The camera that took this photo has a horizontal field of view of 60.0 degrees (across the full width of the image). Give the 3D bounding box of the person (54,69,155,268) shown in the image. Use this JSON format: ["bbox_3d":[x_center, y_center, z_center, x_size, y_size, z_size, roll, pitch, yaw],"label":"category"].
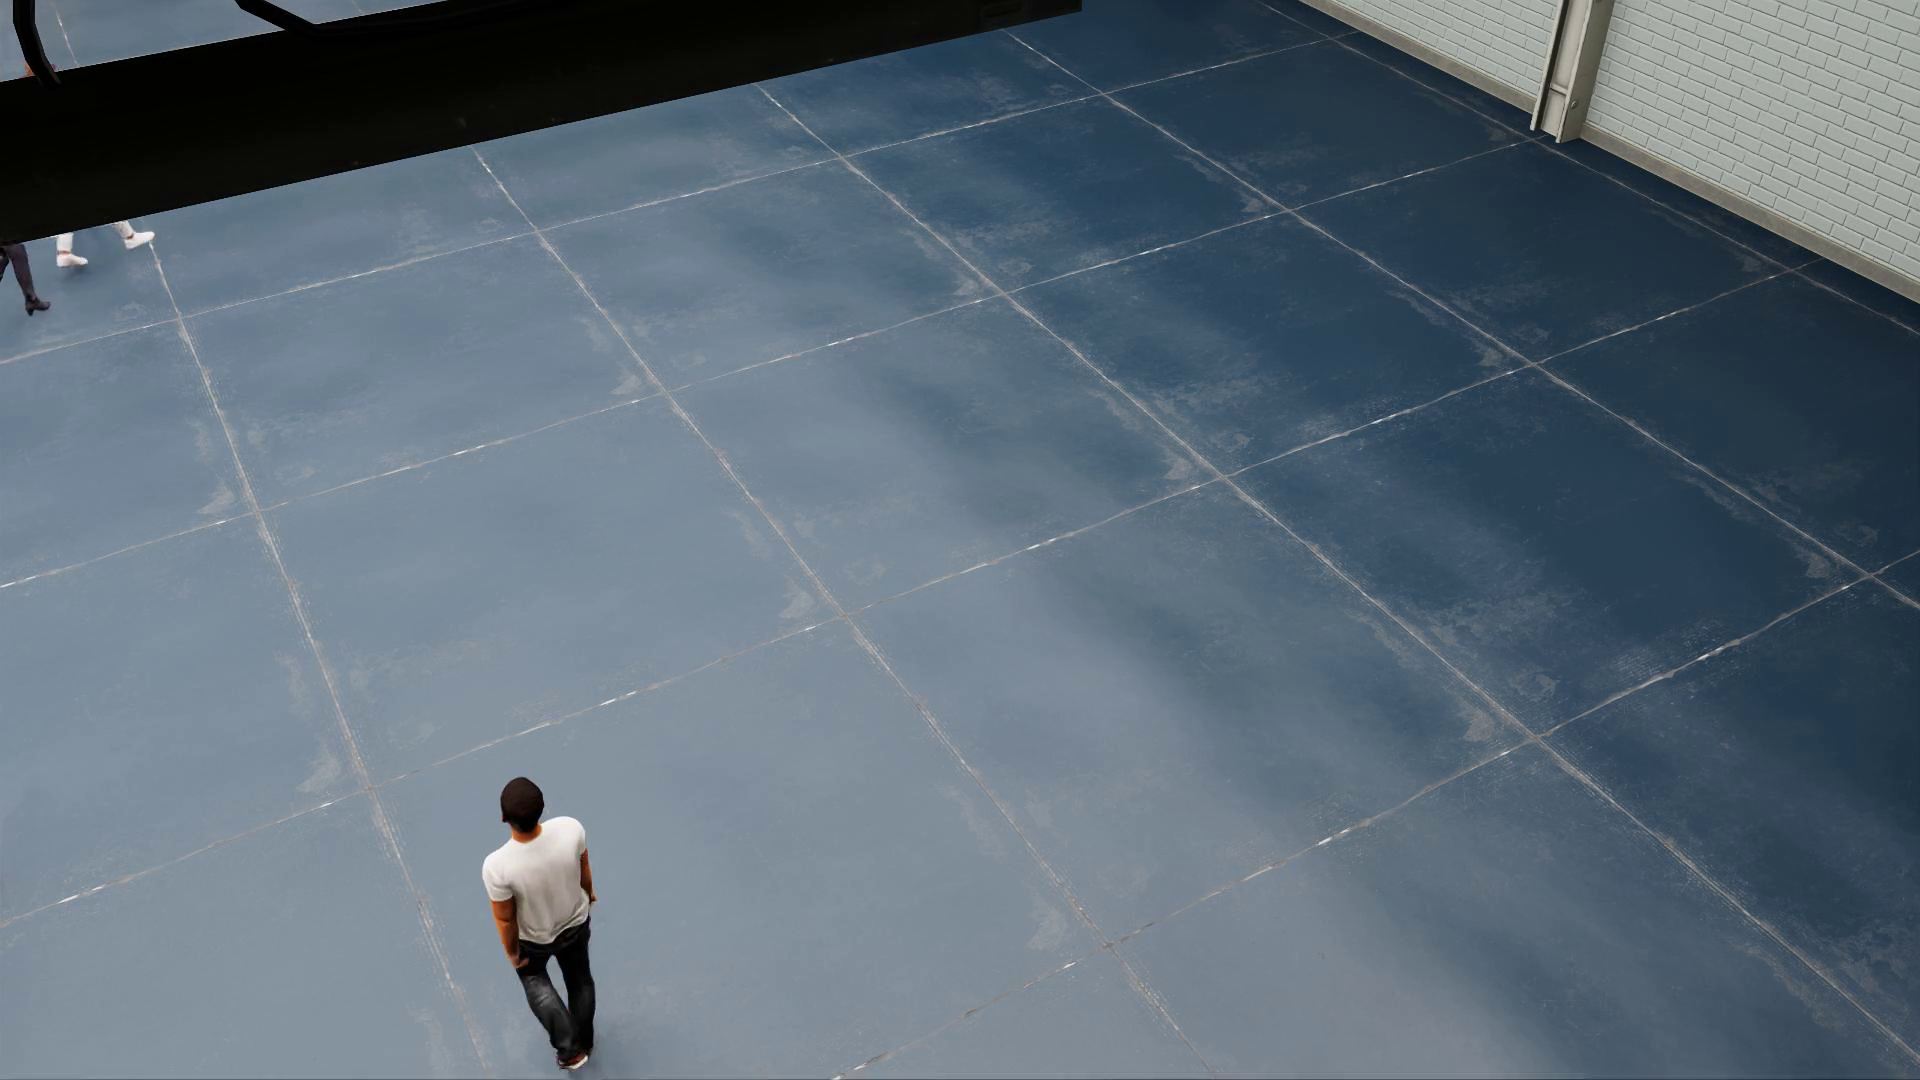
[{"bbox_3d":[-7.347,-3.012,13.694,1.113,1.650,0.992,23,43,26],"label":"person"}]

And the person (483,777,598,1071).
[{"bbox_3d":[-1.804,1.770,7.466,0.670,1.792,0.727,-24,44,-27],"label":"person"}]
